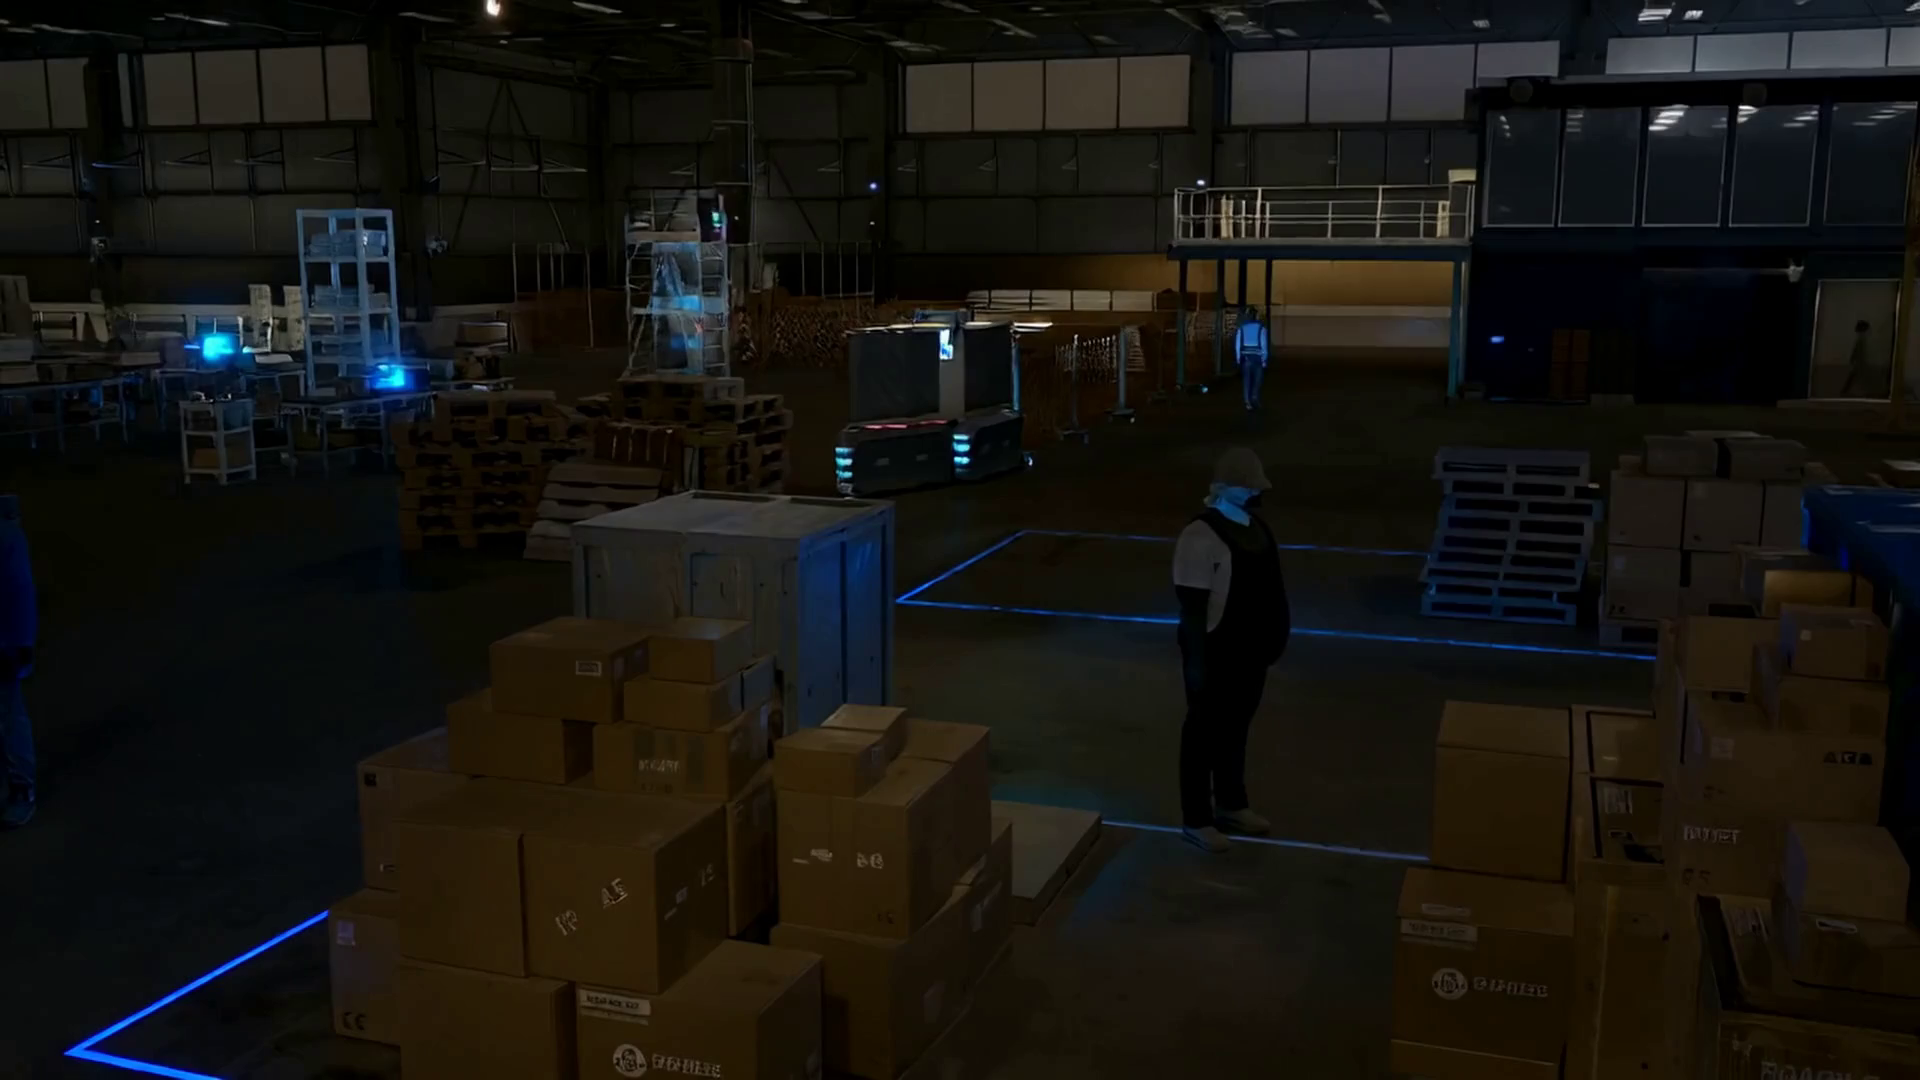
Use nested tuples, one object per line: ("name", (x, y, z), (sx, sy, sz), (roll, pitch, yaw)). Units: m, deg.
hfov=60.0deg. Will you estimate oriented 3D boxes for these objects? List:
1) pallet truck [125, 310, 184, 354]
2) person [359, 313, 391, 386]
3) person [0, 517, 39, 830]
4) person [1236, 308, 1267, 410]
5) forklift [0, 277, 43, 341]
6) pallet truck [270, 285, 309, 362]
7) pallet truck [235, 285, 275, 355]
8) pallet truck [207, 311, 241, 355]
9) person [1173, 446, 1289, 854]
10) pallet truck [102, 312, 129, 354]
("pallet truck", (-22.038, -5.665, 45.457), (0.704, 1.261, 1.522), (3, 11, 17))
("person", (-11.814, -3.939, 33.613), (0.605, 2.045, 0.377), (-8, 13, -36))
("person", (-5.110, 0.524, 8.619), (0.624, 1.990, 0.388), (1, 10, 5))
("person", (5.410, -3.351, 30.800), (0.605, 1.862, 0.705), (4, 11, 21))
("forklift", (-27.151, -6.329, 46.328), (1.157, 1.987, 2.680), (3, 11, 17))
("pallet truck", (-17.147, -5.700, 43.663), (0.823, 1.965, 1.885), (3, 11, 17))
("pallet truck", (-18.327, -5.835, 44.421), (0.823, 1.965, 1.885), (4, 11, 23))
("pallet truck", (-19.537, -5.575, 44.913), (0.653, 1.274, 1.630), (3, 11, 19))
("person", (1.402, 0.536, 8.423), (0.536, 2.000, 0.683), (9, 13, 41))
("pallet truck", (-23.057, -5.777, 46.261), (0.680, 1.201, 1.601), (3, 11, 19))
